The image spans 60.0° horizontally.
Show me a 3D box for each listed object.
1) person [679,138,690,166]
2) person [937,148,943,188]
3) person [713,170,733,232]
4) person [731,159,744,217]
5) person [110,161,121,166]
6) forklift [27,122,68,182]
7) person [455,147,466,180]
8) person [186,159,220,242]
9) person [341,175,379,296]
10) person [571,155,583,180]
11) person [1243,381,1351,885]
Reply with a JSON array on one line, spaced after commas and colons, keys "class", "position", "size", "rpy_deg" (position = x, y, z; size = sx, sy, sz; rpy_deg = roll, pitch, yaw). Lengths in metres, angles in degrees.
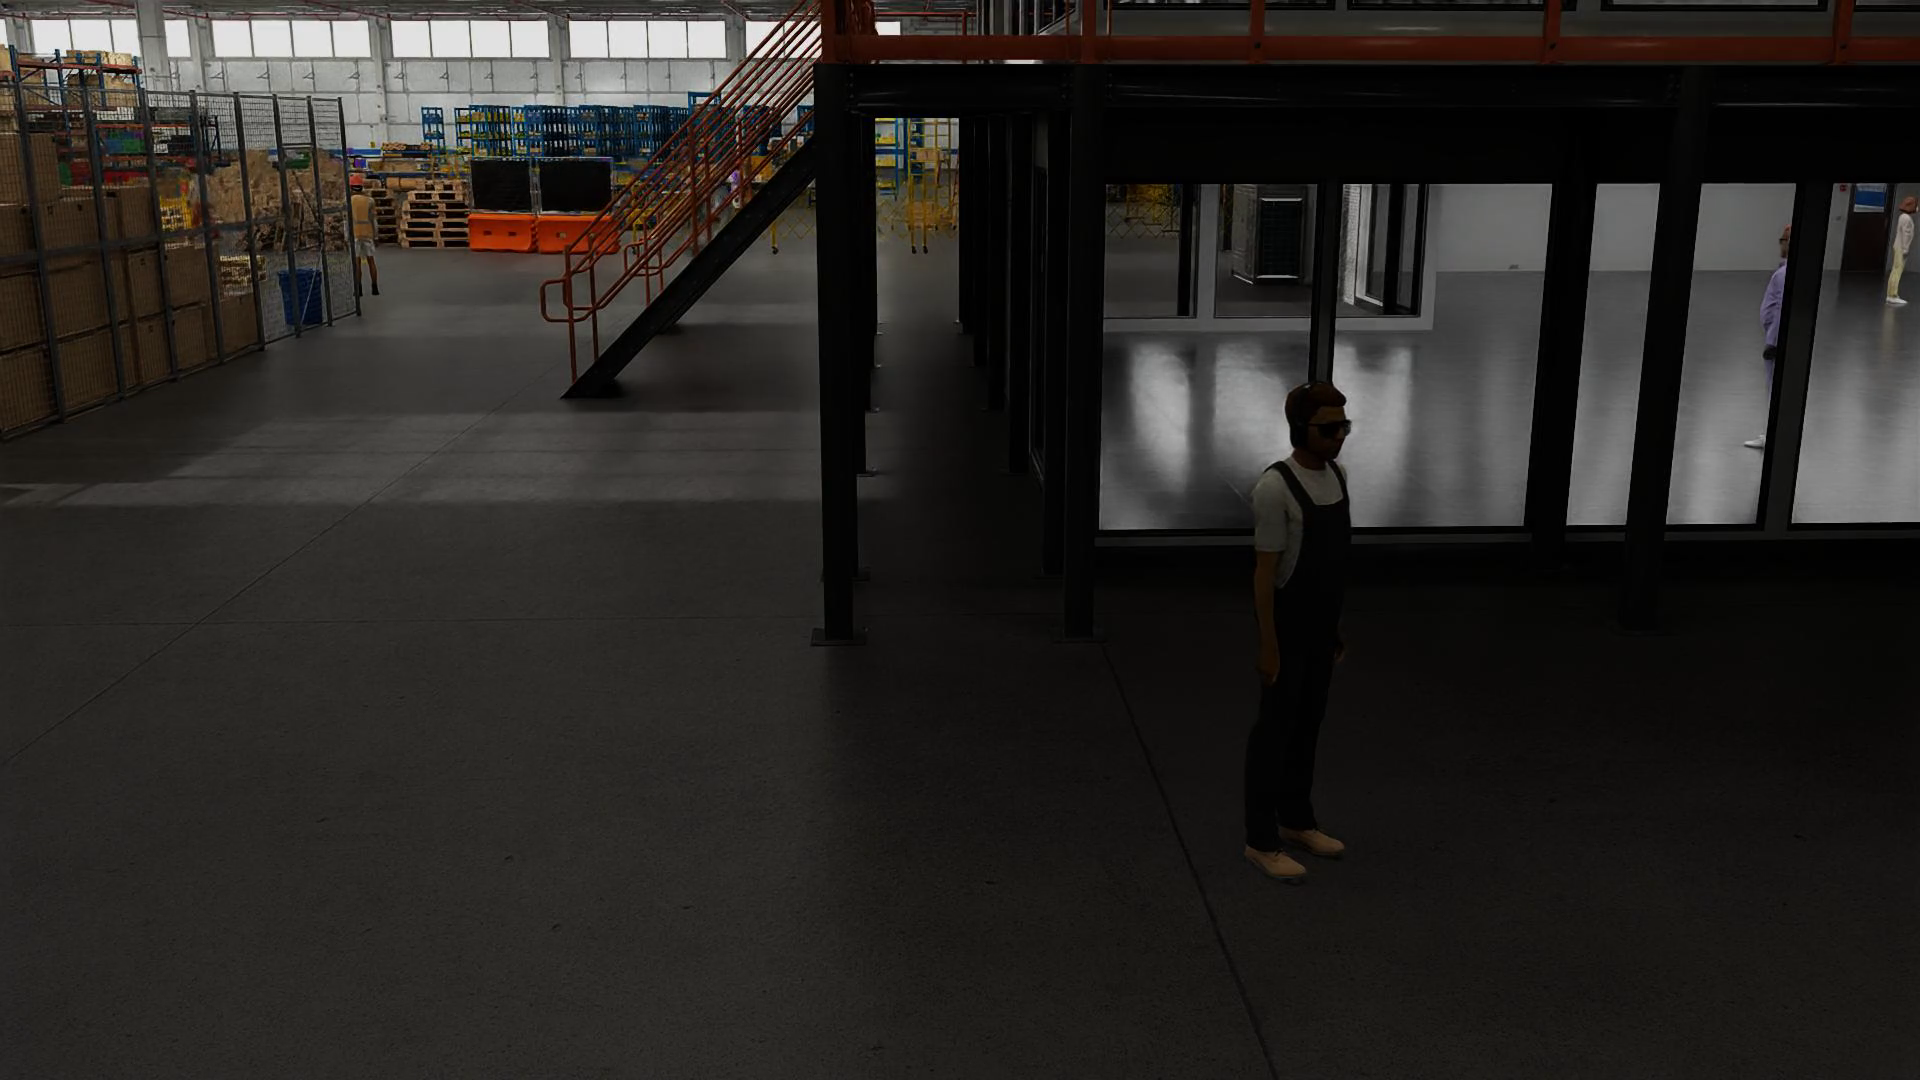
[{"class": "person", "position": [-13.897, -19.271, 84.076], "size": [0.632, 2.030, 0.407], "rpy_deg": [-2, 14, -8]}, {"class": "person", "position": [-0.930, -16.225, 72.442], "size": [0.315, 1.769, 0.525], "rpy_deg": [4, 15, 15]}, {"class": "person", "position": [-4.916, -6.784, 34.614], "size": [0.426, 1.811, 0.622], "rpy_deg": [0, 14, -1]}, {"class": "person", "position": [-5.631, -8.770, 42.296], "size": [0.364, 1.939, 0.542], "rpy_deg": [1, 14, 4]}, {"class": "person", "position": [-32.111, -14.042, 63.523], "size": [0.651, 1.867, 0.920], "rpy_deg": [10, 17, 36]}, {"class": "forklift", "position": [-35.376, -14.773, 64.377], "size": [1.129, 2.768, 1.873], "rpy_deg": [-1, 14, -2]}, {"class": "person", "position": [-20.694, -15.317, 68.776], "size": [0.933, 1.797, 0.582], "rpy_deg": [-6, 15, -21]}, {"class": "person", "position": [-18.068, -8.051, 39.427], "size": [0.628, 1.943, 1.034], "rpy_deg": [11, 18, 38]}, {"class": "person", "position": [-9.710, -4.928, 26.941], "size": [0.553, 1.935, 0.362], "rpy_deg": [-8, 16, -29]}, {"class": "person", "position": [-14.341, -13.621, 62.356], "size": [0.529, 1.611, 0.346], "rpy_deg": [4, 15, 15]}, {"class": "person", "position": [1.256, 0.331, 6.106], "size": [0.334, 1.845, 0.513], "rpy_deg": [13, 19, 42]}]
